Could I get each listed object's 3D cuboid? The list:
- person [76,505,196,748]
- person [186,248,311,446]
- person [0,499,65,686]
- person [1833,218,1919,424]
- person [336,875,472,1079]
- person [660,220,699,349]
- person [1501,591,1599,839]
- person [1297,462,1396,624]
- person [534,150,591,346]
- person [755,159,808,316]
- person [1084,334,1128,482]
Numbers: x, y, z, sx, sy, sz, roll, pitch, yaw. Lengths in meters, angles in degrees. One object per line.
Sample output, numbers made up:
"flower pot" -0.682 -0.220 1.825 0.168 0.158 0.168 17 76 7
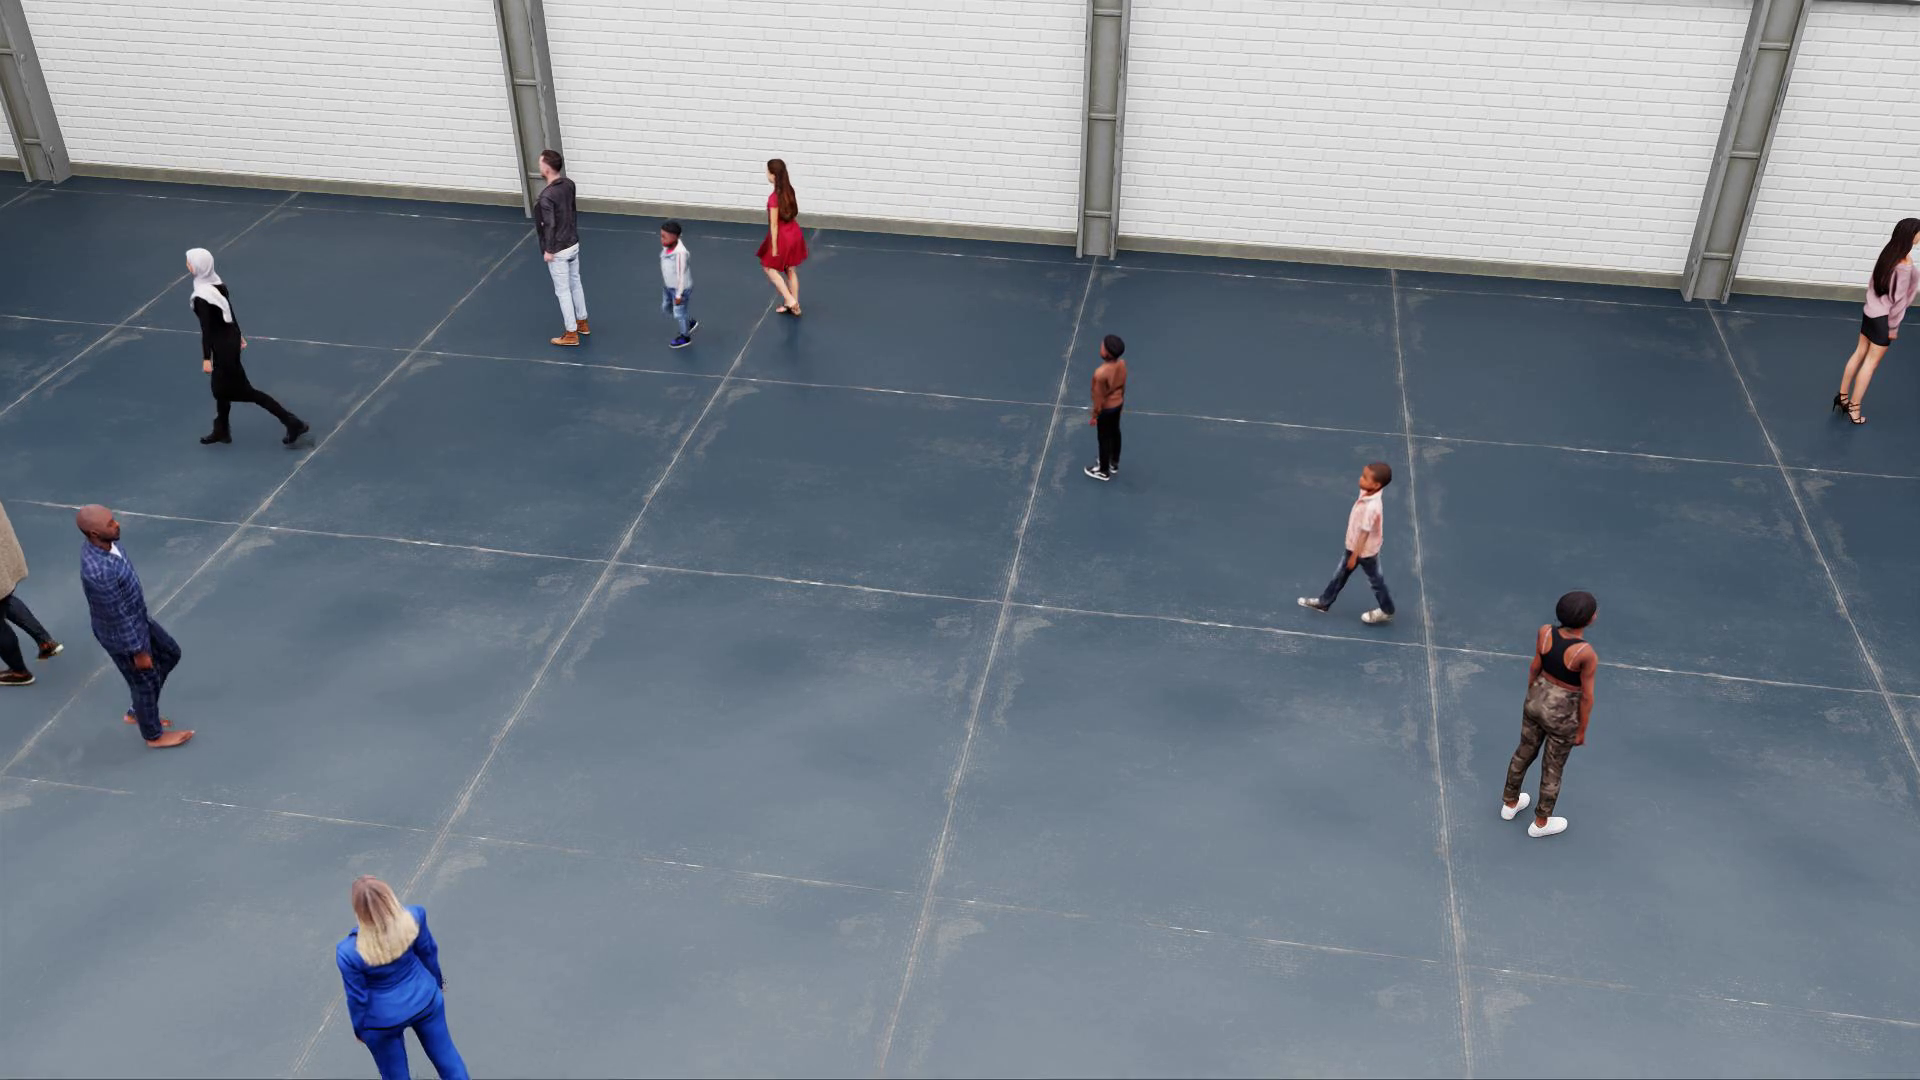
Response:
"person" -5.236 0.564 10.288 0.842 1.805 0.814 -11 35 -17
"person" -5.831 -1.506 13.461 1.220 1.741 0.839 -3 34 -5
"person" -6.295 0.157 10.829 0.757 1.885 0.748 2 34 3
"person" 7.676 -1.834 13.890 0.578 1.812 0.648 0 34 0
"person" -2.625 2.220 7.873 0.864 1.721 0.802 28 43 36
"person" -2.525 -2.351 15.177 0.683 1.247 0.623 -19 38 -26
"person" 3.463 1.005 9.720 0.720 1.700 0.661 -21 39 -28
"person" 2.873 0.048 11.543 0.908 1.275 0.555 4 34 5
"person" -3.610 -2.662 15.114 0.586 1.837 0.680 10 35 14
"person" -1.594 -2.805 15.597 0.729 1.539 0.667 18 38 25
"person" 1.185 -1.062 13.232 0.614 1.254 0.592 26 42 33
